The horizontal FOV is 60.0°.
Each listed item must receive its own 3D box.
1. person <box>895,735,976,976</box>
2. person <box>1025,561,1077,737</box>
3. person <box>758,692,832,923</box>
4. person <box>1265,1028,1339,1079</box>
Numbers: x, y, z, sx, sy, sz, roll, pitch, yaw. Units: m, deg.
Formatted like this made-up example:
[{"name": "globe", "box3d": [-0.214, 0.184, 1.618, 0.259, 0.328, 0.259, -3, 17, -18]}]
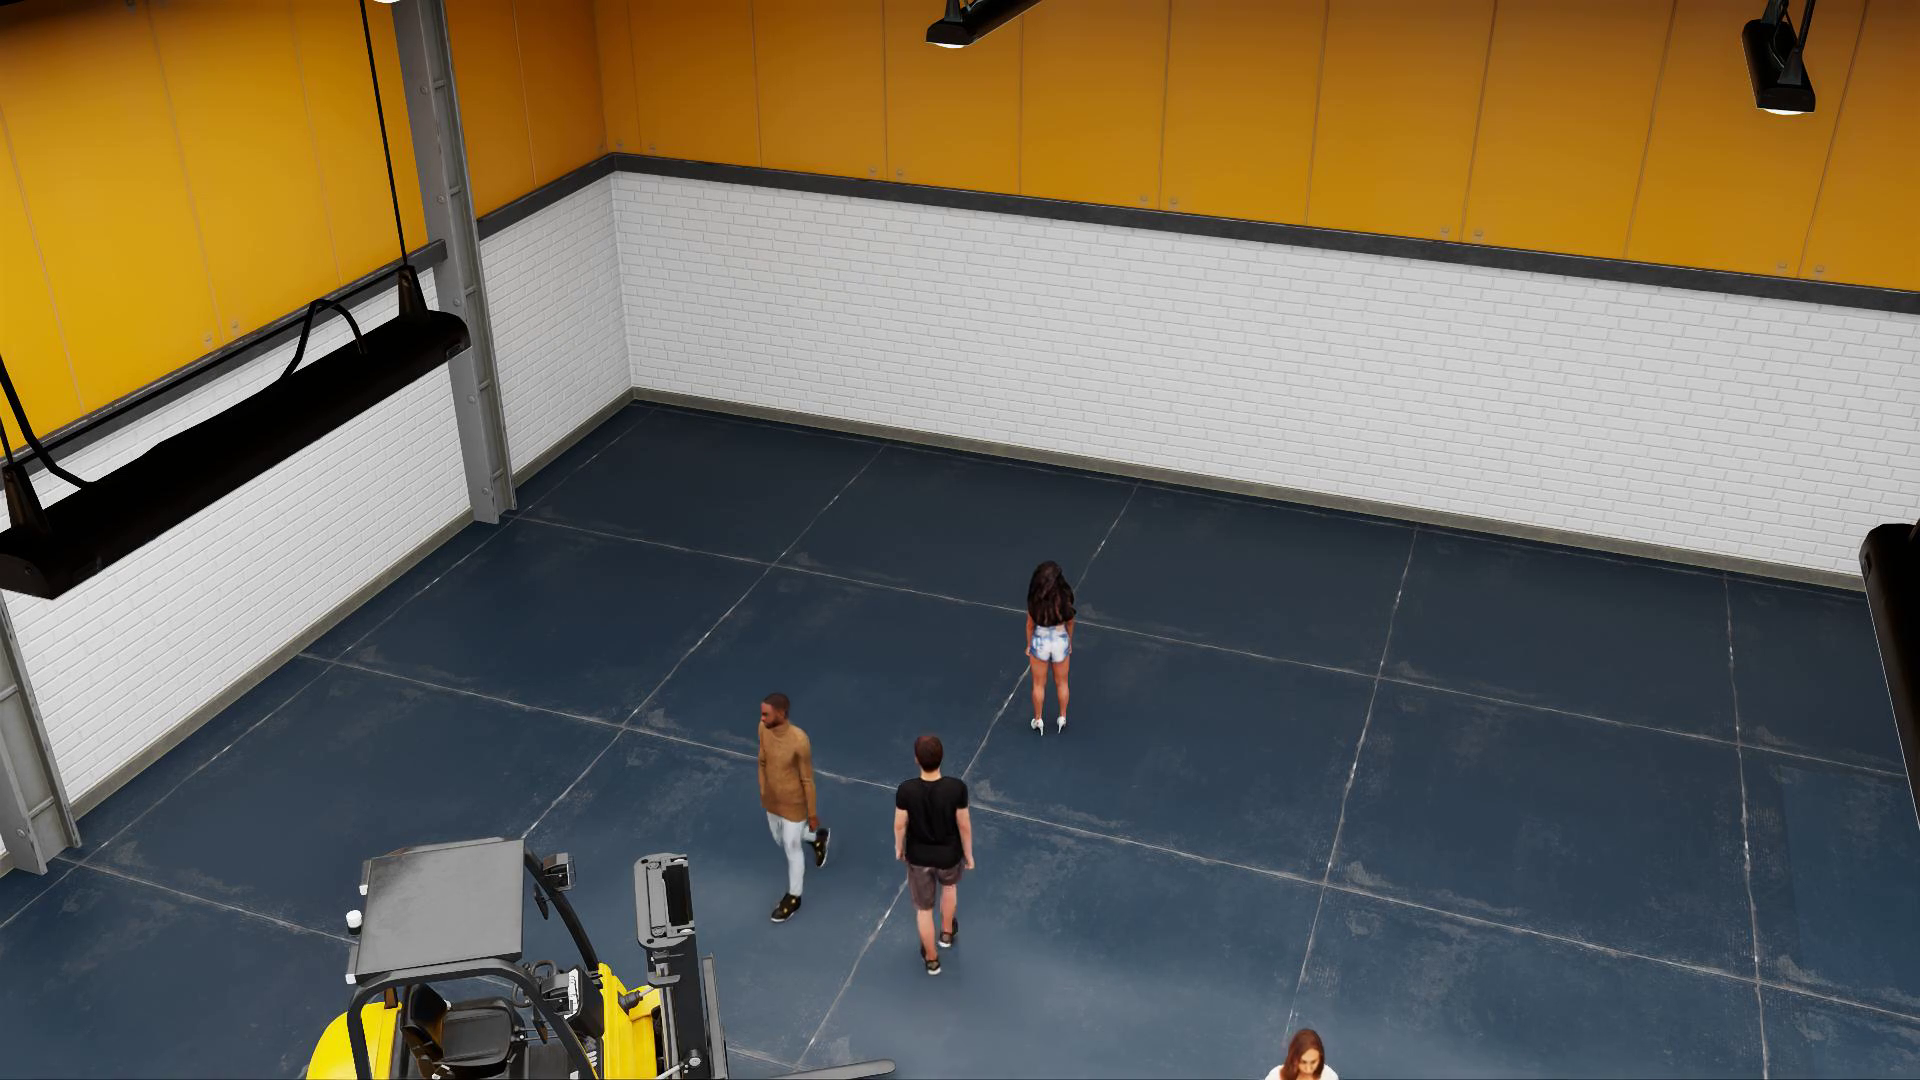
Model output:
[{"name": "person", "box3d": [-0.179, 2.184, 11.257, 0.859, 1.849, 0.919, -2, 29, -4]}, {"name": "person", "box3d": [0.743, 0.904, 13.837, 0.647, 1.626, 0.677, -3, 29, -5]}, {"name": "person", "box3d": [-1.198, 1.824, 11.967, 0.824, 1.802, 1.096, 16, 32, 26]}, {"name": "person", "box3d": [1.850, 3.338, 9.328, 0.743, 1.670, 0.807, -1, 29, -2]}]
